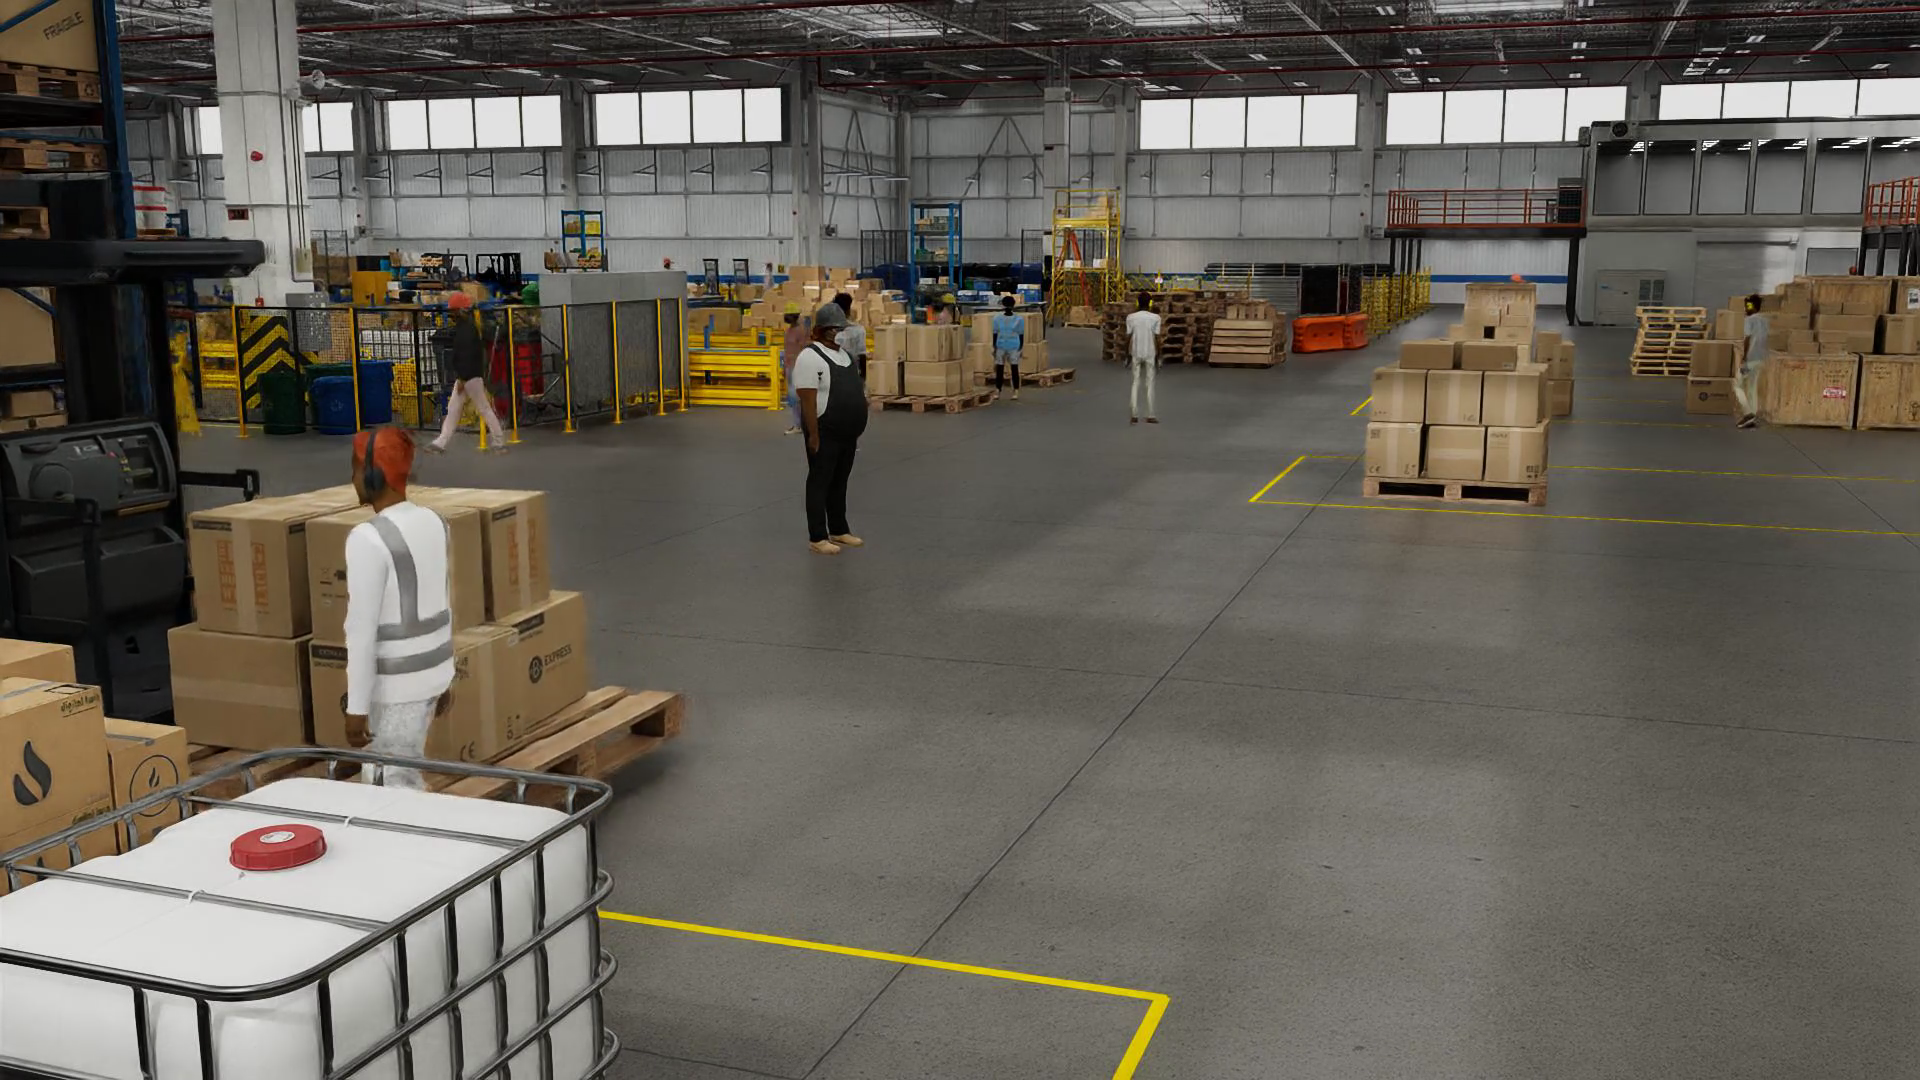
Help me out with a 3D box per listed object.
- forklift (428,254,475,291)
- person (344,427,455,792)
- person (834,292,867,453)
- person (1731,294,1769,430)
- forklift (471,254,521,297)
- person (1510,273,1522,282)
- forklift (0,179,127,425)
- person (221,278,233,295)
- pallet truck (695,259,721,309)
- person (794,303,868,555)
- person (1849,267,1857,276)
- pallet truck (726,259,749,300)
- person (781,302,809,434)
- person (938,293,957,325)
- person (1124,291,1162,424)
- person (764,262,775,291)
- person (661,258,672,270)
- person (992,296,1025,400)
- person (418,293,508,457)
[{"bbox_3d":[-20.133,-10.254,65.465,1.157,1.987,2.680,3,11,19],"label":"forklift"},{"bbox_3d":[-1.940,0.519,6.012,0.669,1.866,0.592,1,10,8],"label":"person"},{"bbox_3d":[-1.386,-1.958,19.735,0.606,1.950,0.410,2,10,9],"label":"person"},{"bbox_3d":[10.756,-2.419,22.648,0.574,1.829,0.471,-5,11,-27],"label":"person"},{"bbox_3d":[-17.990,-10.121,64.684,1.157,1.987,2.680,3,11,17],"label":"forklift"},{"bbox_3d":[11.380,-4.519,34.253,0.549,1.916,0.584,1,10,6],"label":"person"},{"bbox_3d":[-4.546,-0.372,8.168,1.873,2.768,1.129,3,11,19],"label":"forklift"},{"bbox_3d":[-26.567,-9.101,60.357,0.404,1.817,0.692,1,10,7],"label":"person"},{"bbox_3d":[-9.165,-9.627,62.776,0.823,1.965,1.885,4,11,23],"label":"pallet truck"},{"bbox_3d":[-1.012,-0.915,13.589,0.538,2.000,0.683,5,11,26],"label":"person"},{"bbox_3d":[25.269,-6.800,47.178,0.355,1.882,0.575,-5,11,-24],"label":"person"},{"bbox_3d":[-7.986,-9.493,62.019,0.823,1.965,1.885,3,11,17],"label":"pallet truck"},{"bbox_3d":[-2.185,-2.258,21.941,0.378,1.755,0.547,-8,13,-37],"label":"person"},{"bbox_3d":[-0.284,-3.155,27.130,0.915,1.722,0.540,3,10,16],"label":"person"},{"bbox_3d":[2.567,-2.547,23.278,0.533,1.864,0.311,3,10,14],"label":"person"},{"bbox_3d":[-7.076,-9.213,60.808,0.869,1.874,0.629,-2,10,-10],"label":"person"},{"bbox_3d":[-10.235,-8.844,58.257,0.428,2.031,0.606,-5,11,-26],"label":"person"},{"bbox_3d":[0.780,-3.095,26.867,0.538,1.693,0.320,2,10,13],"label":"person"},{"bbox_3d":[-5.872,-1.939,19.644,1.044,1.935,0.647,-5,11,-26],"label":"person"}]
